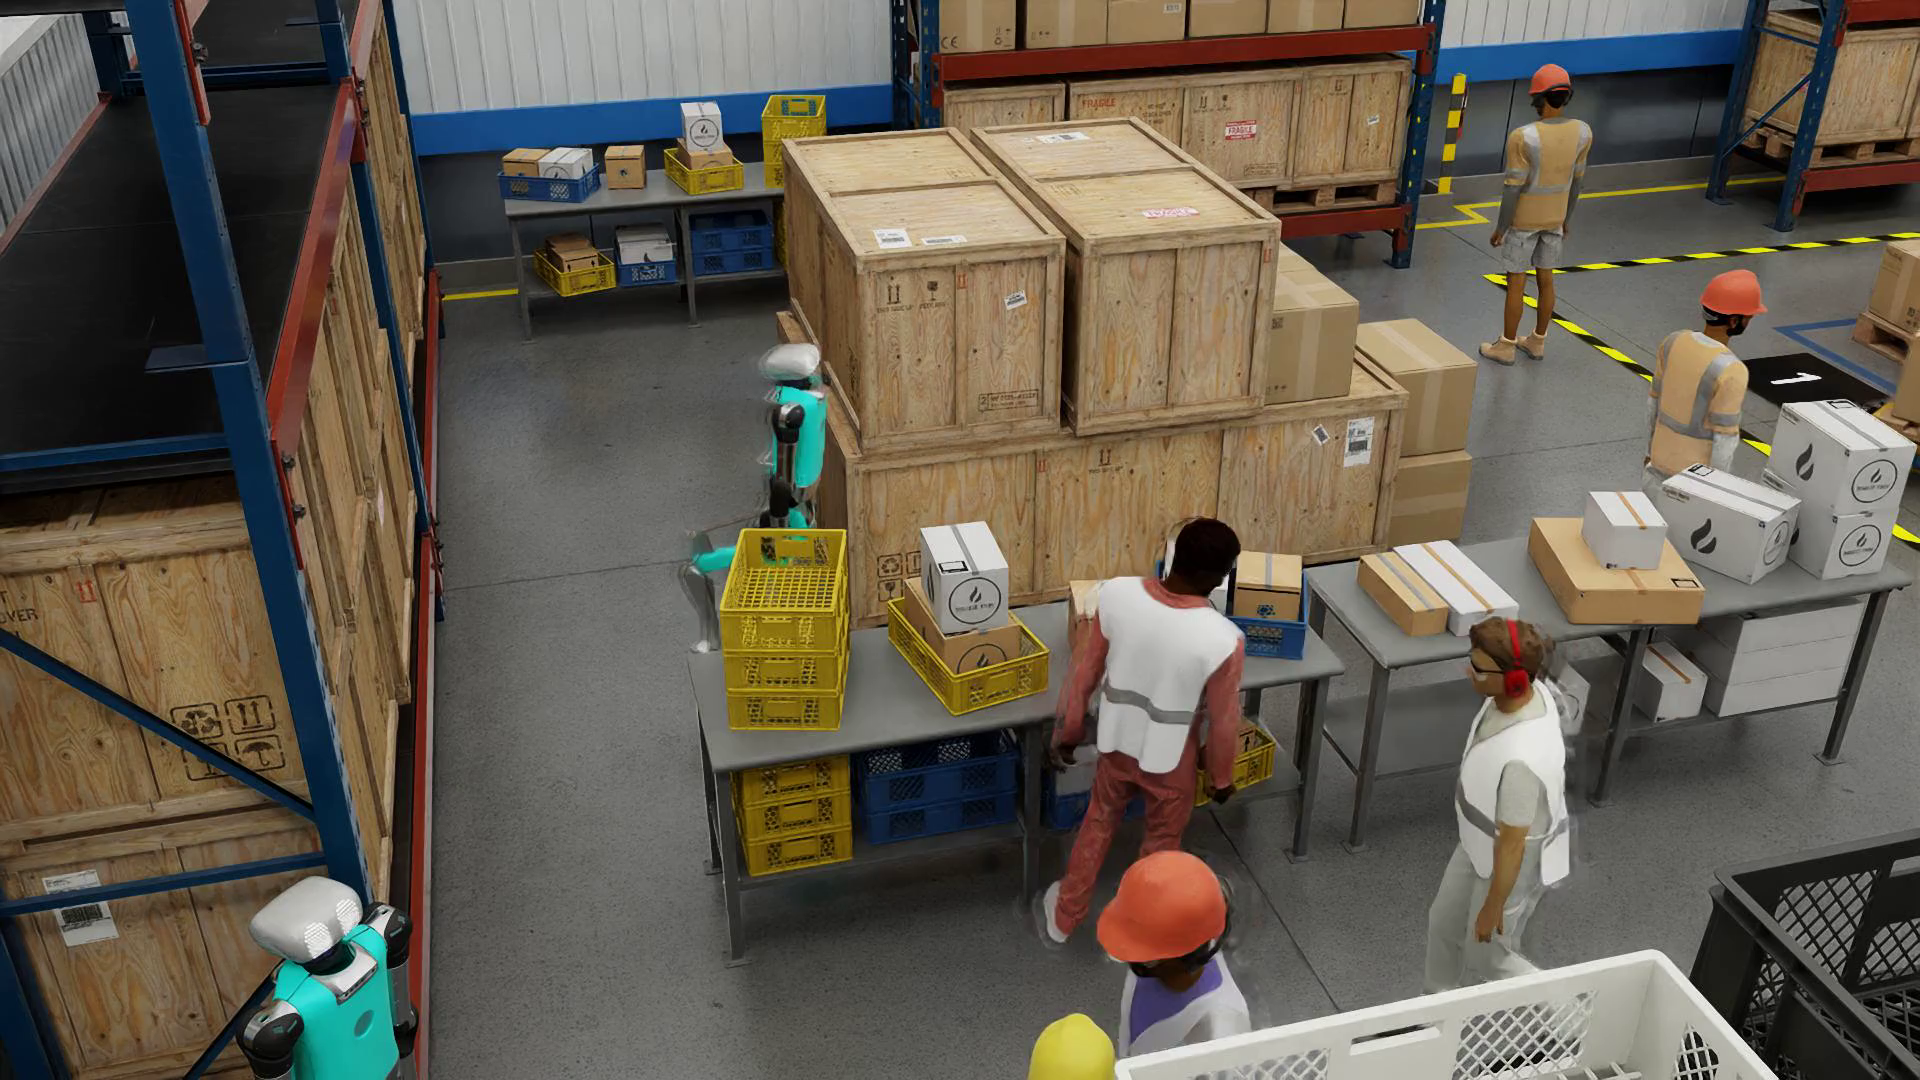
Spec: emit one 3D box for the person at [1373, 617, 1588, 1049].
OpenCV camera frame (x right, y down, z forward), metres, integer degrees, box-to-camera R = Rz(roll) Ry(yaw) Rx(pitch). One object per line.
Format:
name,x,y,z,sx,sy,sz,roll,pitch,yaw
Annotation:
person,1.879,1.066,5.586,0.710,1.812,0.580,4,29,8

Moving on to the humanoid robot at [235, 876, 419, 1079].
humanoid robot,-1.827,1.583,4.583,0.735,1.677,0.533,12,31,21

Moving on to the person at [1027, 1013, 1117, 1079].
person,0.252,1.886,4.142,0.532,1.765,0.327,4,29,8

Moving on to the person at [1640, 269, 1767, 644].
person,3.552,-0.387,8.090,0.375,1.936,0.547,-8,30,-14

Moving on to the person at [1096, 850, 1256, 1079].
person,0.645,1.600,4.443,1.016,1.997,0.615,-7,30,-13

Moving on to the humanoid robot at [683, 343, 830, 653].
humanoid robot,-0.989,-0.094,7.806,1.027,1.764,0.542,6,29,11

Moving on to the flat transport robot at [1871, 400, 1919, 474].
flat transport robot,6.047,-0.525,10.040,0.652,0.197,1.431,-25,37,-37

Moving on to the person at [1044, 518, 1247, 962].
person,0.678,0.758,6.078,0.679,1.872,0.434,20,34,31

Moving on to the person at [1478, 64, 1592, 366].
person,3.866,-2.174,11.238,0.607,2.032,0.402,-8,30,-15
